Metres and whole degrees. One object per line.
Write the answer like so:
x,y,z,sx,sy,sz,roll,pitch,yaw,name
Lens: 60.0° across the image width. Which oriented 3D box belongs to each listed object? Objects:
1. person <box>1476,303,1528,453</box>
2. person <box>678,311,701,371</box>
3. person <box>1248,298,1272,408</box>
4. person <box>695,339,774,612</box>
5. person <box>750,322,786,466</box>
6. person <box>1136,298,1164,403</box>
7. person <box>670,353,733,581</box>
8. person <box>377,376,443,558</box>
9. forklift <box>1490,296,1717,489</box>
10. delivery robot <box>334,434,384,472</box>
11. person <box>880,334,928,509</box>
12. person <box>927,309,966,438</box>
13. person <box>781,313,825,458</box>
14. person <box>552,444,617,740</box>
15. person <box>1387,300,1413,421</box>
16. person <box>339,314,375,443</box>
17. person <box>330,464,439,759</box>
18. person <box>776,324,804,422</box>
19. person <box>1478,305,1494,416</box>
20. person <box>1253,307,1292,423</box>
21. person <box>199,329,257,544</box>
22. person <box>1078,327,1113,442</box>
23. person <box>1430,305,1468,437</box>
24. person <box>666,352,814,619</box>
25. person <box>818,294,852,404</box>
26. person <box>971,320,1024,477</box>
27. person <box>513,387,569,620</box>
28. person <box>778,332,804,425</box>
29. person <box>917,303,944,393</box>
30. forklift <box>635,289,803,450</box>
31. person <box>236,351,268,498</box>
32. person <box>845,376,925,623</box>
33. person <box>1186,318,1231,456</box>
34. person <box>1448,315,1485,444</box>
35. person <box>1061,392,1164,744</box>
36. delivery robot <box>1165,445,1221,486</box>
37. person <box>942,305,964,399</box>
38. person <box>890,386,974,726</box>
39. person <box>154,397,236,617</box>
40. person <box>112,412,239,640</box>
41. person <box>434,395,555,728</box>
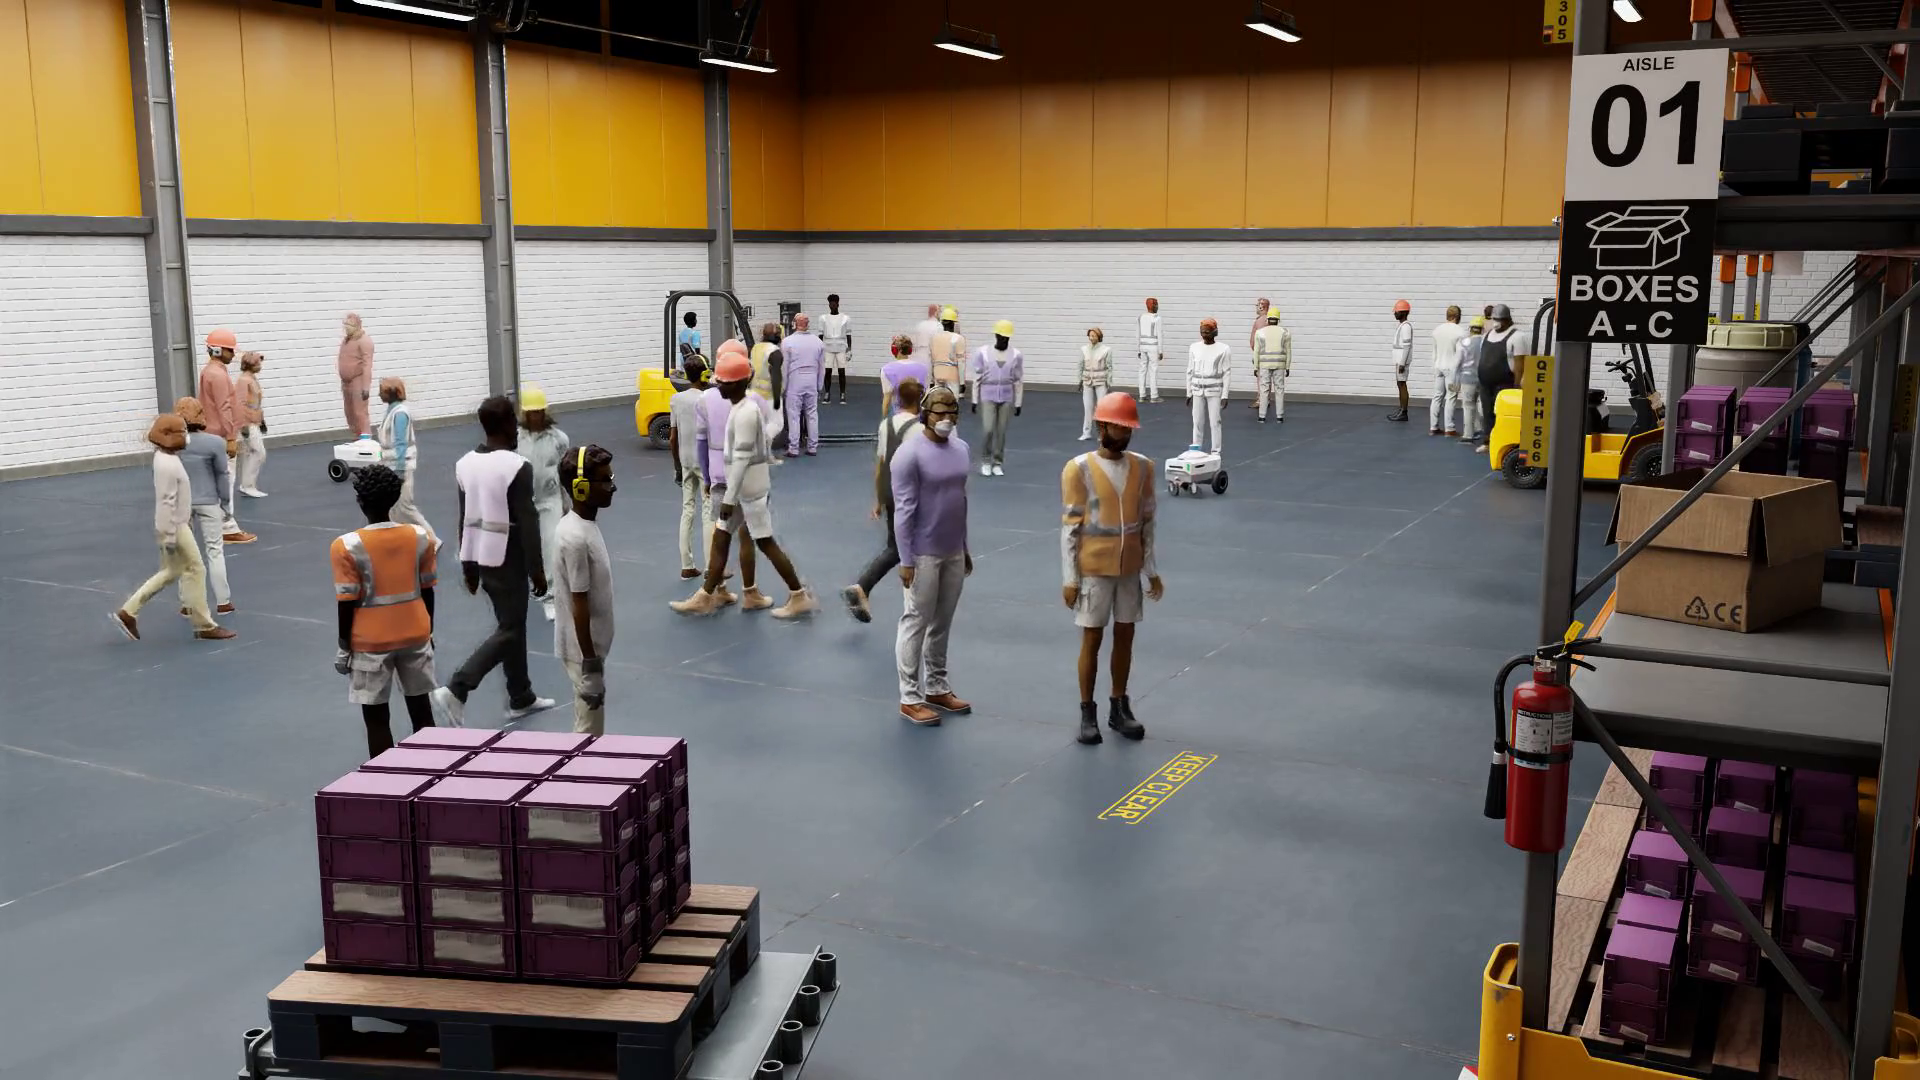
7.255,-2.181,22.358,0.645,2.000,0.692,-6,12,-32,person
-4.558,-3.017,28.187,0.321,1.697,0.529,-9,13,-43,person
5.227,-3.233,28.838,0.409,1.908,0.639,5,11,29,person
-1.685,-0.481,12.496,0.607,2.048,0.368,5,11,25,person
-2.442,-1.807,20.822,0.553,1.821,0.665,-7,12,-36,person
3.418,-3.409,29.926,0.358,1.881,0.574,-10,14,-44,person
-2.133,-0.590,13.643,0.515,1.872,0.328,5,11,25,person
-4.868,-0.611,14.506,0.484,1.652,0.542,-6,11,-31,person
7.296,-1.677,18.993,2.313,2.155,1.214,5,11,27,forklift
-7.003,-1.009,19.601,0.707,0.478,0.477,3,10,18,delivery robot
-0.579,-1.225,17.382,0.565,1.845,0.387,-7,12,-35,person
-0.171,-2.234,23.022,0.588,1.918,0.397,6,12,32,person
-2.099,-2.036,21.944,0.647,1.901,0.402,-6,12,-33,person
-1.602,0.513,7.254,0.319,1.871,0.532,-2,10,-14,person
7.057,-2.873,26.663,0.362,1.934,0.551,2,10,9,person
-8.097,-2.068,22.190,0.756,1.884,0.405,9,13,41,person
-2.726,0.484,7.921,0.320,1.695,0.538,9,13,41,person
-2.676,-2.787,26.442,0.429,1.845,0.622,-8,13,-40,person
8.704,-2.933,27.317,0.655,1.833,0.440,-1,10,-7,person
4.932,-2.755,26.284,0.594,1.832,0.404,1,10,5,person
-6.824,-0.958,15.433,0.391,1.986,0.609,-7,12,-36,person
1.928,-2.219,23.747,0.523,1.636,0.310,6,11,29,person
7.164,-2.471,24.380,0.377,1.931,0.628,-6,11,-29,person
-1.575,-0.378,12.114,1.082,1.982,0.611,-2,10,-10,person
-2.224,-3.387,29.553,0.614,1.964,0.361,0,10,1,person
0.459,-1.695,19.962,0.613,1.893,0.540,-2,10,-11,person
-3.162,-0.303,12.457,0.479,1.711,0.814,-3,10,-15,person
-2.652,-2.657,25.911,0.312,1.768,0.533,-6,12,-32,person
-0.486,-2.852,26.704,0.539,1.889,0.642,-7,12,-36,person
-3.358,-2.392,23.136,2.313,2.155,1.214,-1,10,-5,forklift
-7.736,-1.250,18.154,0.370,1.619,0.551,-2,10,-12,person
-0.436,-0.261,11.912,0.553,1.817,0.729,8,13,39,person
3.069,-1.810,20.656,0.572,1.887,0.356,6,12,31,person
7.191,-2.245,23.401,0.565,1.812,0.467,-5,11,-27,person
0.831,0.153,9.170,0.585,1.928,0.371,-4,11,-23,person
2.592,-0.817,18.486,0.477,0.478,0.707,8,13,40,delivery robot
-0.230,-3.472,30.743,0.545,1.714,0.923,-8,13,-40,person
-0.145,0.080,9.574,0.371,1.936,0.629,8,12,37,person
-5.658,-0.241,12.300,0.501,1.633,0.283,-3,10,-17,person
-5.451,-0.080,11.446,0.724,1.607,0.514,-5,11,-26,person
-2.653,0.131,9.390,0.586,1.899,0.813,8,13,39,person
